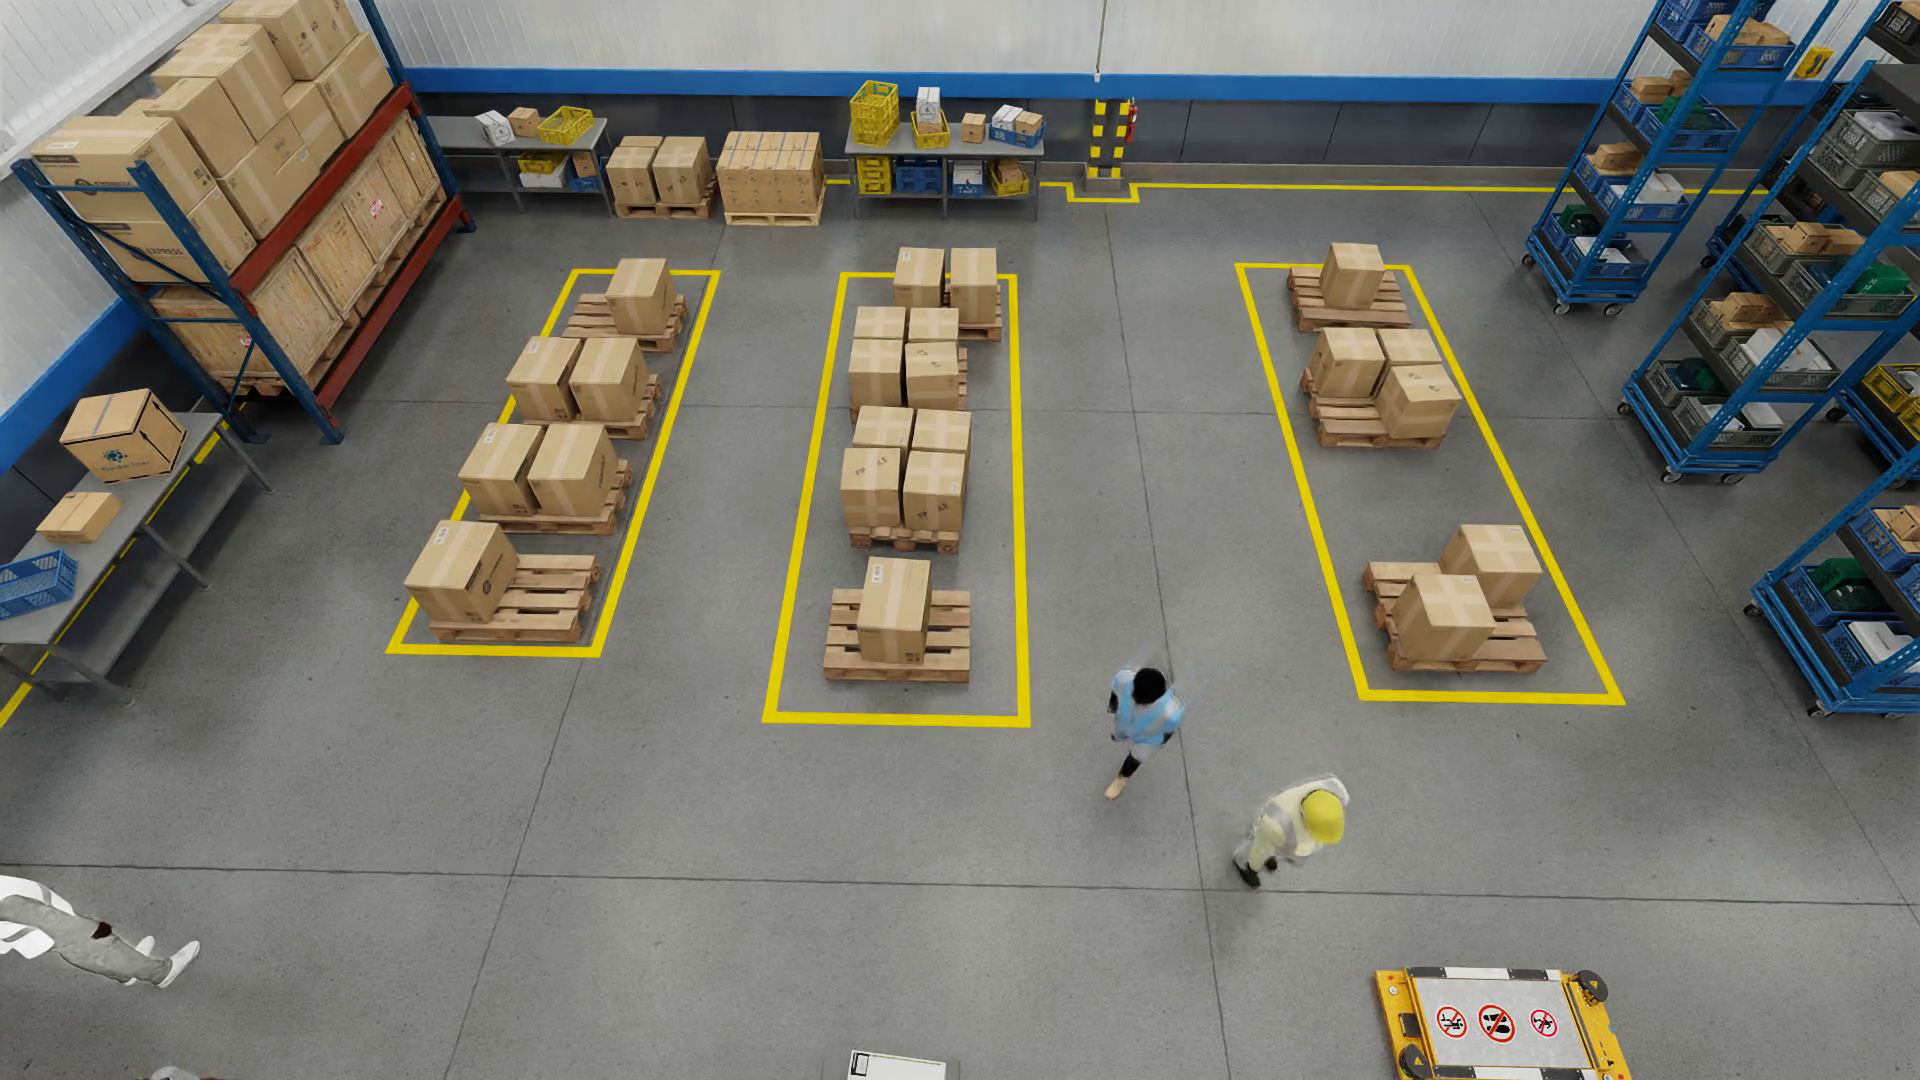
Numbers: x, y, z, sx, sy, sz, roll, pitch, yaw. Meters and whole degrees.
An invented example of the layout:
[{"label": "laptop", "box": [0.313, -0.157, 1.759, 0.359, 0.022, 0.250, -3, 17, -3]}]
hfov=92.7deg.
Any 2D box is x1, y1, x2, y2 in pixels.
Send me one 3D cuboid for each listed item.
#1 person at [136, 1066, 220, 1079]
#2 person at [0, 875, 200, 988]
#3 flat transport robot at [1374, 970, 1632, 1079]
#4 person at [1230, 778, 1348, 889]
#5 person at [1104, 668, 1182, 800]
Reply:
[{"label": "person", "box": [-3.852, 3.158, 4.876, 0.332, 1.864, 0.508, -22, 54, -17]}, {"label": "person", "box": [-5.504, 2.320, 5.521, 0.588, 1.920, 0.391, 6, 51, 5]}, {"label": "flat transport robot", "box": [3.501, 3.133, 5.914, 1.431, 0.197, 0.652, 1, 51, 1]}, {"label": "person", "box": [2.110, 1.940, 5.921, 0.621, 1.783, 0.556, -19, 53, -15]}, {"label": "person", "box": [1.329, 1.254, 6.550, 0.539, 1.670, 0.627, 35, 59, 25]}]
